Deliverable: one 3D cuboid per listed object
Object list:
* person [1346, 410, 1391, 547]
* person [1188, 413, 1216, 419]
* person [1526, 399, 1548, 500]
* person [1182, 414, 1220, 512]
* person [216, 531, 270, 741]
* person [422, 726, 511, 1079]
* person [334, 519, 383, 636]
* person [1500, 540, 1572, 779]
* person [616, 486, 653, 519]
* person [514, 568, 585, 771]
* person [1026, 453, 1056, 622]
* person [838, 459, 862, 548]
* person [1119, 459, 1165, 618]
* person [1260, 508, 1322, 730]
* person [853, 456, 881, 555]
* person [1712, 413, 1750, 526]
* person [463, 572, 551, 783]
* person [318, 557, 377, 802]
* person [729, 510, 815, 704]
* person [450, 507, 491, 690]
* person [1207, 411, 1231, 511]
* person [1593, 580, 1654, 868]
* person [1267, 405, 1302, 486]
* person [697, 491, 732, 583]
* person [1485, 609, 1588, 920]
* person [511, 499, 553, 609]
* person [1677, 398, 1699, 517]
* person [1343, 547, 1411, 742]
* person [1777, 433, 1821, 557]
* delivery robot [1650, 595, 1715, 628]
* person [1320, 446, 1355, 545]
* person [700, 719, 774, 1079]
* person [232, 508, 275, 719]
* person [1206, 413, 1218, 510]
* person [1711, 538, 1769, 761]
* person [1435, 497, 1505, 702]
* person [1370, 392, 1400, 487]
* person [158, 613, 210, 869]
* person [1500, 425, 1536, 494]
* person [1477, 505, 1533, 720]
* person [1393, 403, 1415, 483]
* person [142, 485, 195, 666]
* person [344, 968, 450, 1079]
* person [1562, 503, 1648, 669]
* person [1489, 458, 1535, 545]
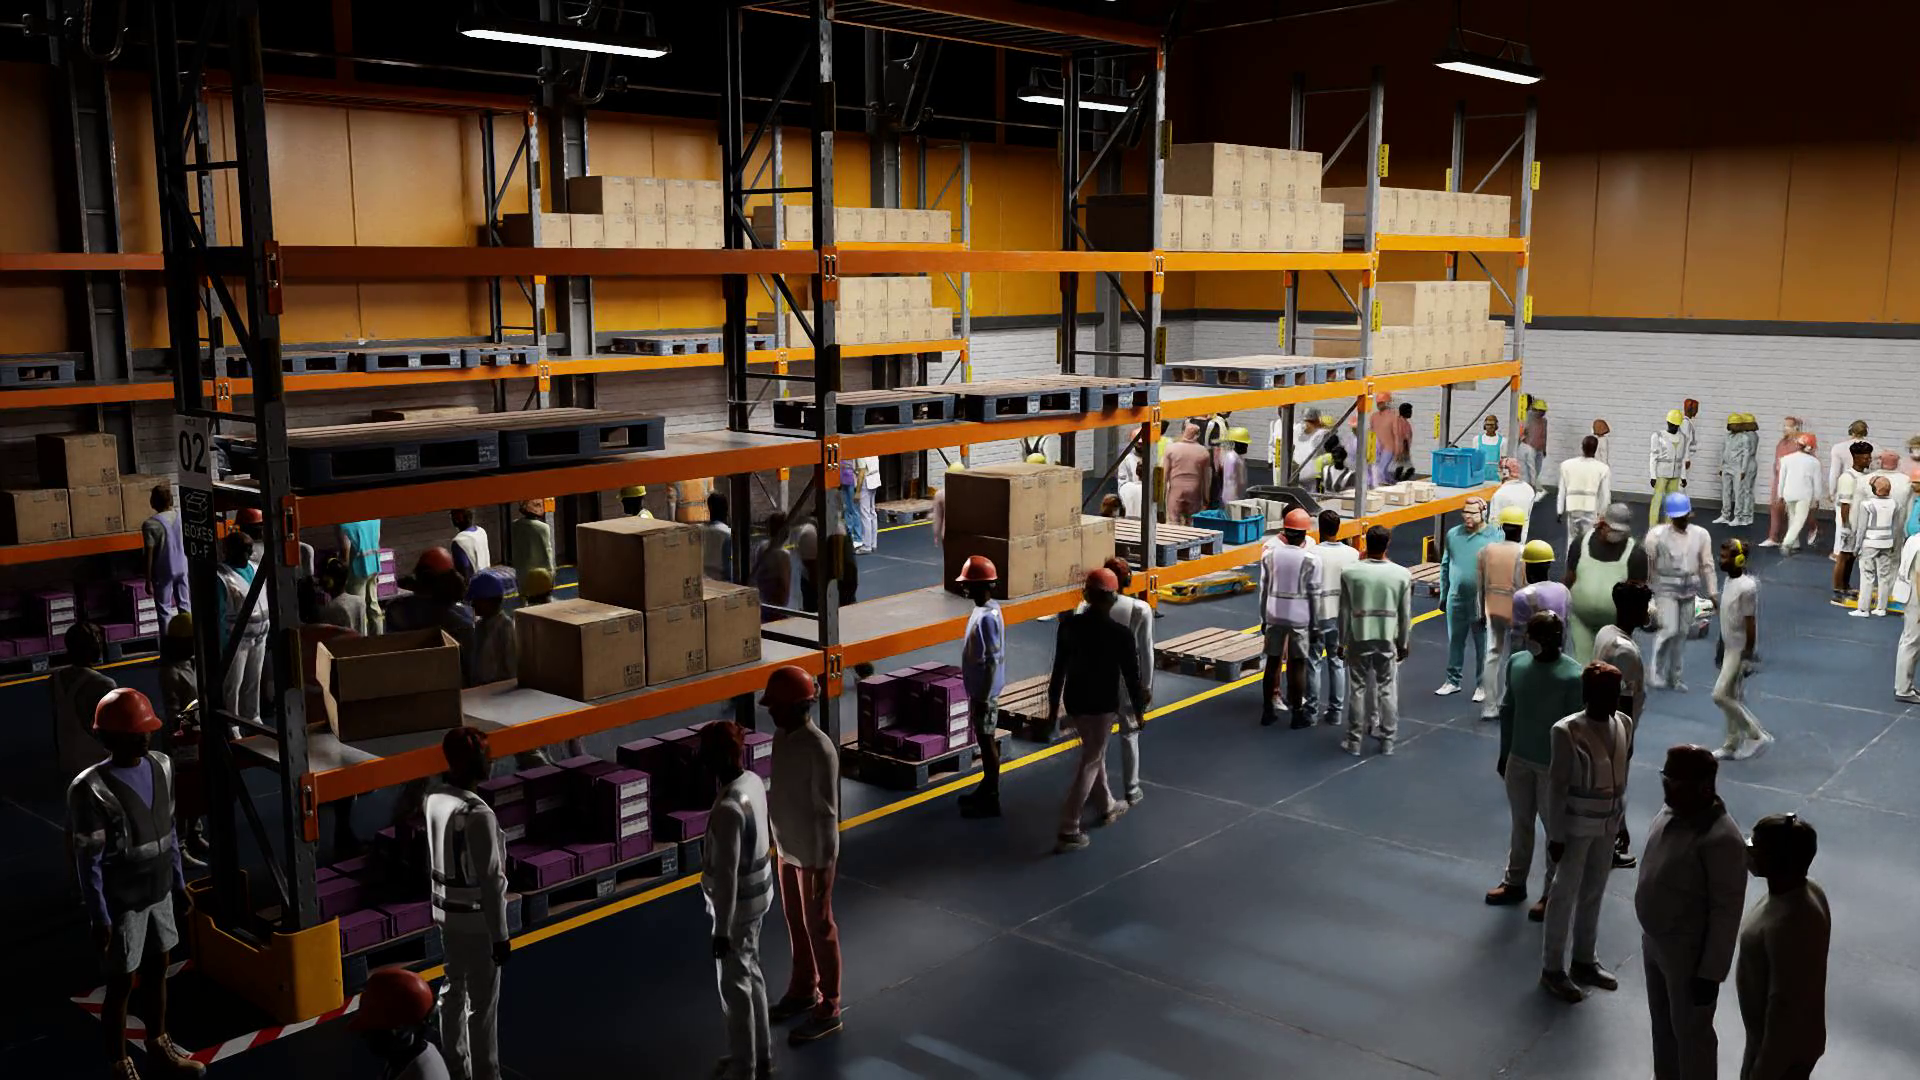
[{"bbox_3d":[5.752,-0.845,23.442,0.836,2.008,0.620,-6,11,-32],"label":"person"},{"bbox_3d":[4.552,-2.033,31.297,0.537,1.751,0.398,2,10,13],"label":"person"},{"bbox_3d":[9.779,-1.520,28.239,0.521,1.758,0.372,-7,12,-37],"label":"person"},{"bbox_3d":[3.686,-1.194,25.452,0.613,2.033,0.411,5,11,29],"label":"person"},{"bbox_3d":[-5.987,0.837,13.896,0.430,1.841,0.624,3,10,16],"label":"person"},{"bbox_3d":[-2.327,1.810,7.952,0.580,1.881,0.352,9,13,43],"label":"person"},{"bbox_3d":[-6.022,0.363,16.696,0.390,1.847,0.563,4,10,20],"label":"person"},{"bbox_3d":[4.482,0.953,12.978,0.582,1.918,0.395,-5,11,-29],"label":"person"},{"bbox_3d":[-3.211,0.339,16.648,0.407,1.918,0.583,-2,10,-10],"label":"person"},{"bbox_3d":[-3.261,1.034,13.070,0.636,1.708,0.594,-3,10,-18],"label":"person"},{"bbox_3d":[0.884,-0.034,18.869,0.582,1.919,0.398,7,12,38],"label":"person"},{"bbox_3d":[-1.576,-0.845,23.662,0.371,1.929,0.585,-6,11,-33],"label":"person"},{"bbox_3d":[2.071,-0.016,18.959,0.570,1.843,0.372,6,12,34],"label":"person"},{"bbox_3d":[2.894,0.684,14.562,0.548,1.929,0.415,5,11,29],"label":"person"},{"bbox_3d":[-1.304,-0.709,23.097,0.390,1.847,0.566,3,10,17],"label":"person"},{"bbox_3d":[11.926,-1.089,25.677,0.311,1.741,0.493,-4,10,-21],"label":"person"},{"bbox_3d":[-3.232,1.150,11.853,0.983,1.900,0.623,-9,13,-43],"label":"person"},{"bbox_3d":[-4.660,1.050,12.561,0.327,1.863,0.510,3,10,17],"label":"person"},{"bbox_3d":[-1.782,0.631,15.293,0.953,1.804,0.528,-9,13,-43],"label":"person"},{"bbox_3d":[-4.608,0.529,15.703,0.395,1.847,0.564,1,10,8],"label":"person"},{"bbox_3d":[4.021,-1.216,25.723,0.415,1.986,0.617,0,10,-1],"label":"person"},{"bbox_3d":[4.435,1.226,11.235,0.373,1.959,0.605,1,10,6],"label":"person"},{"bbox_3d":[5.110,-1.246,26.211,0.576,1.880,0.360,9,13,42],"label":"person"},{"bbox_3d":[-2.285,0.484,15.805,0.597,1.900,0.508,8,12,40],"label":"person"},{"bbox_3d":[3.614,1.380,10.350,0.379,1.940,0.629,-6,11,-31],"label":"person"},{"bbox_3d":[-4.521,0.323,17.606,0.504,1.623,0.287,4,10,24],"label":"person"},{"bbox_3d":[11.630,-1.327,26.665,0.355,1.887,0.573,3,10,18],"label":"person"},{"bbox_3d":[3.505,0.878,14.034,0.588,1.701,0.621,2,10,11],"label":"person"},{"bbox_3d":[11.601,-0.632,23.029,0.816,1.710,0.561,-8,12,-39],"label":"person"},{"bbox_3d":[7.852,0.722,18.121,0.477,0.478,0.707,-5,11,-28],"label":"delivery robot"},{"bbox_3d":[4.897,-0.402,21.803,0.544,1.651,0.834,7,12,37],"label":"person"},{"bbox_3d":[-1.098,1.785,8.126,0.361,1.878,0.586,1,10,6],"label":"person"},{"bbox_3d":[-6.259,0.630,14.861,0.393,1.928,0.547,4,10,23],"label":"person"},{"bbox_3d":[4.085,-1.284,27.156,0.310,1.637,0.525,1,10,5],"label":"person"},{"bbox_3d":[6.269,0.899,13.467,0.420,1.858,0.508,2,10,10],"label":"person"},{"bbox_3d":[4.740,0.544,15.440,0.655,1.906,0.407,9,13,42],"label":"person"},{"bbox_3d":[7.082,-1.510,27.544,0.800,1.969,0.622,-5,11,-28],"label":"person"},{"bbox_3d":[-5.190,1.342,11.200,0.341,1.736,0.486,-1,10,-4],"label":"person"},{"bbox_3d":[8.210,-0.872,24.506,0.666,1.705,0.592,-6,11,-32],"label":"person"},{"bbox_3d":[4.869,0.651,14.753,0.567,1.911,0.642,-8,13,-41],"label":"person"},{"bbox_3d":[7.542,-1.495,28.267,0.384,1.684,0.549,-1,10,-9],"label":"person"},{"bbox_3d":[-7.958,0.360,16.745,0.337,1.839,0.512,7,12,34],"label":"person"},{"bbox_3d":[-1.845,2.271,5.579,0.334,1.749,0.576,-5,11,-25],"label":"person"},{"bbox_3d":[5.731,0.574,14.858,0.721,2.000,1.019,5,11,26],"label":"person"},{"bbox_3d":[6.080,0.031,18.516,0.639,1.904,0.407,-8,12,-40],"label":"person"}]
